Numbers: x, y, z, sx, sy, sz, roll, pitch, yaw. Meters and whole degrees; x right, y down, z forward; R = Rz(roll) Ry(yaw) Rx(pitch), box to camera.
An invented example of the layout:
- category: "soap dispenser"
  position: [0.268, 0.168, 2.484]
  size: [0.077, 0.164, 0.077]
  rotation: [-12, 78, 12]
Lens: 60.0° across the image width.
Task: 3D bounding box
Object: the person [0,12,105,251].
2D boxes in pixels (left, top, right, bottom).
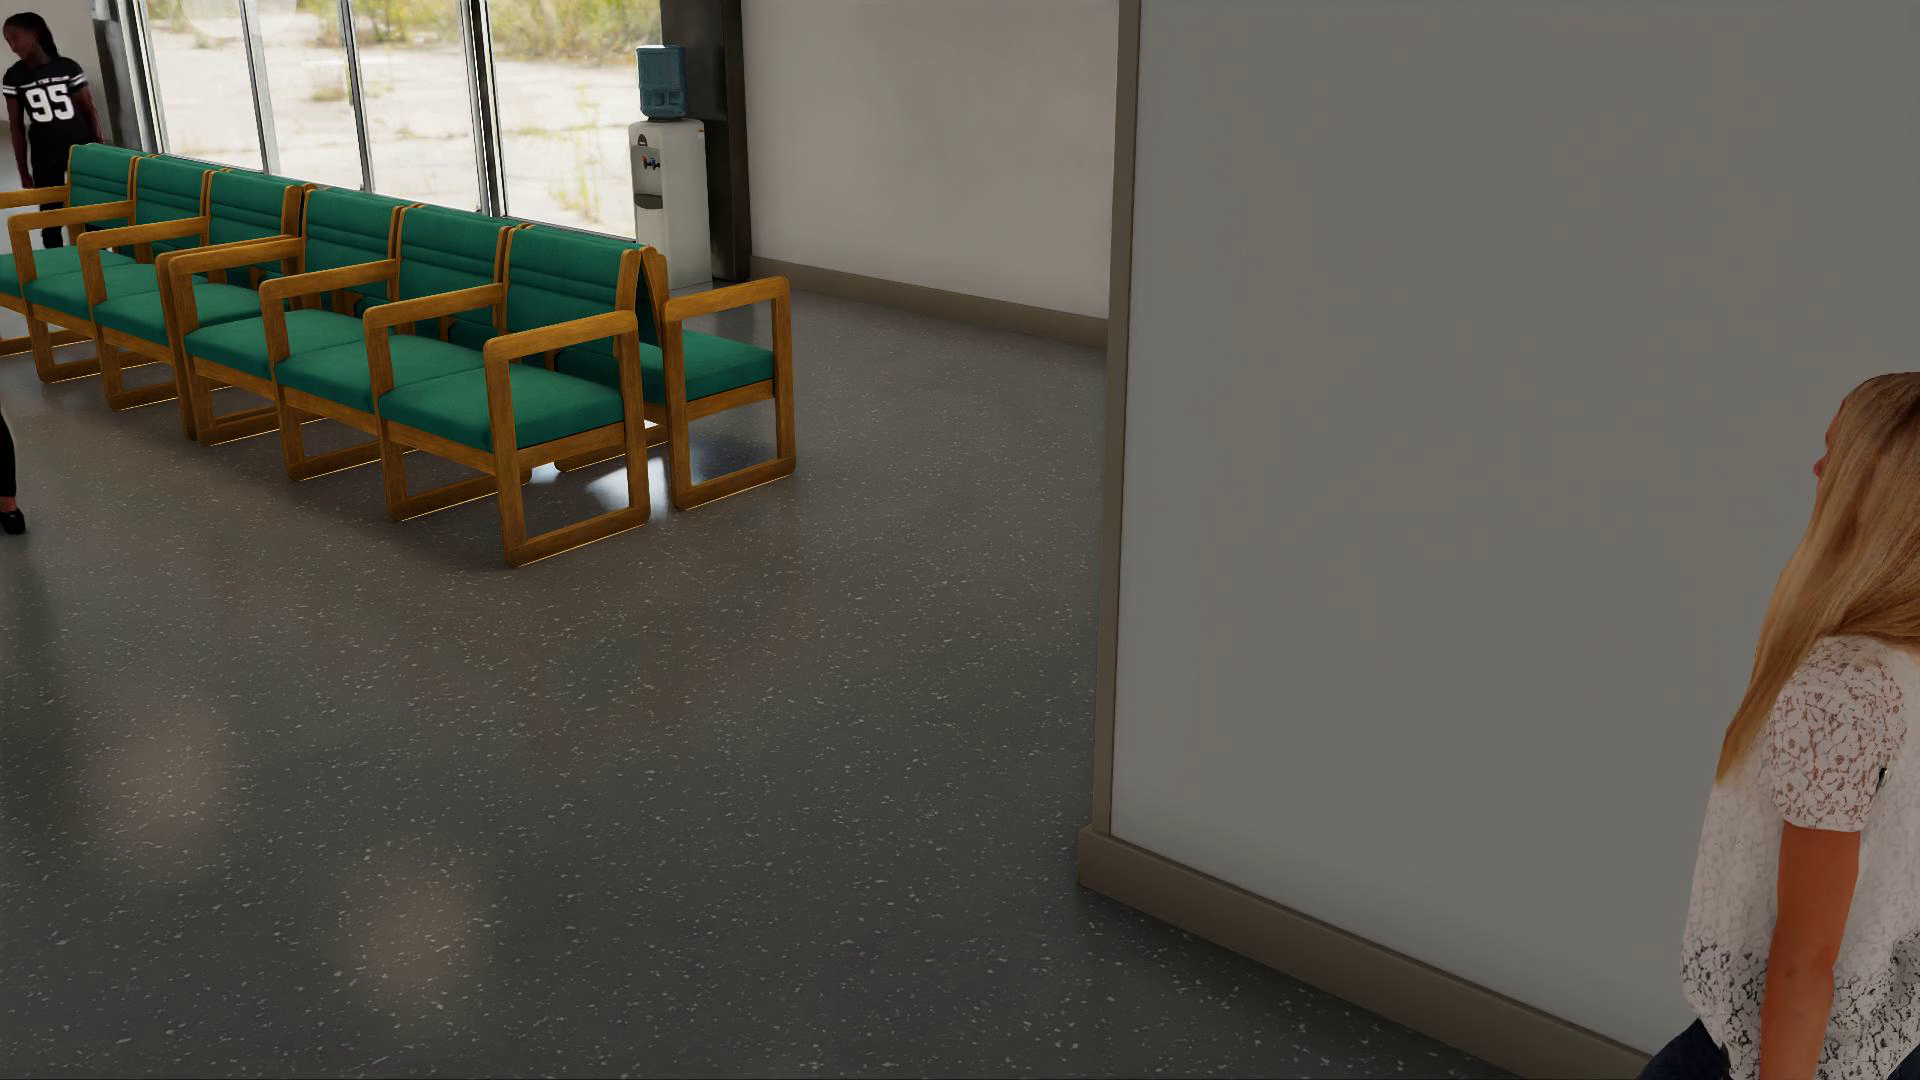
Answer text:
- category: "person"
  position: [-5.383, -2.282, 10.036]
  size: [0.665, 1.724, 0.789]
  rotation: [-19, 28, -41]
